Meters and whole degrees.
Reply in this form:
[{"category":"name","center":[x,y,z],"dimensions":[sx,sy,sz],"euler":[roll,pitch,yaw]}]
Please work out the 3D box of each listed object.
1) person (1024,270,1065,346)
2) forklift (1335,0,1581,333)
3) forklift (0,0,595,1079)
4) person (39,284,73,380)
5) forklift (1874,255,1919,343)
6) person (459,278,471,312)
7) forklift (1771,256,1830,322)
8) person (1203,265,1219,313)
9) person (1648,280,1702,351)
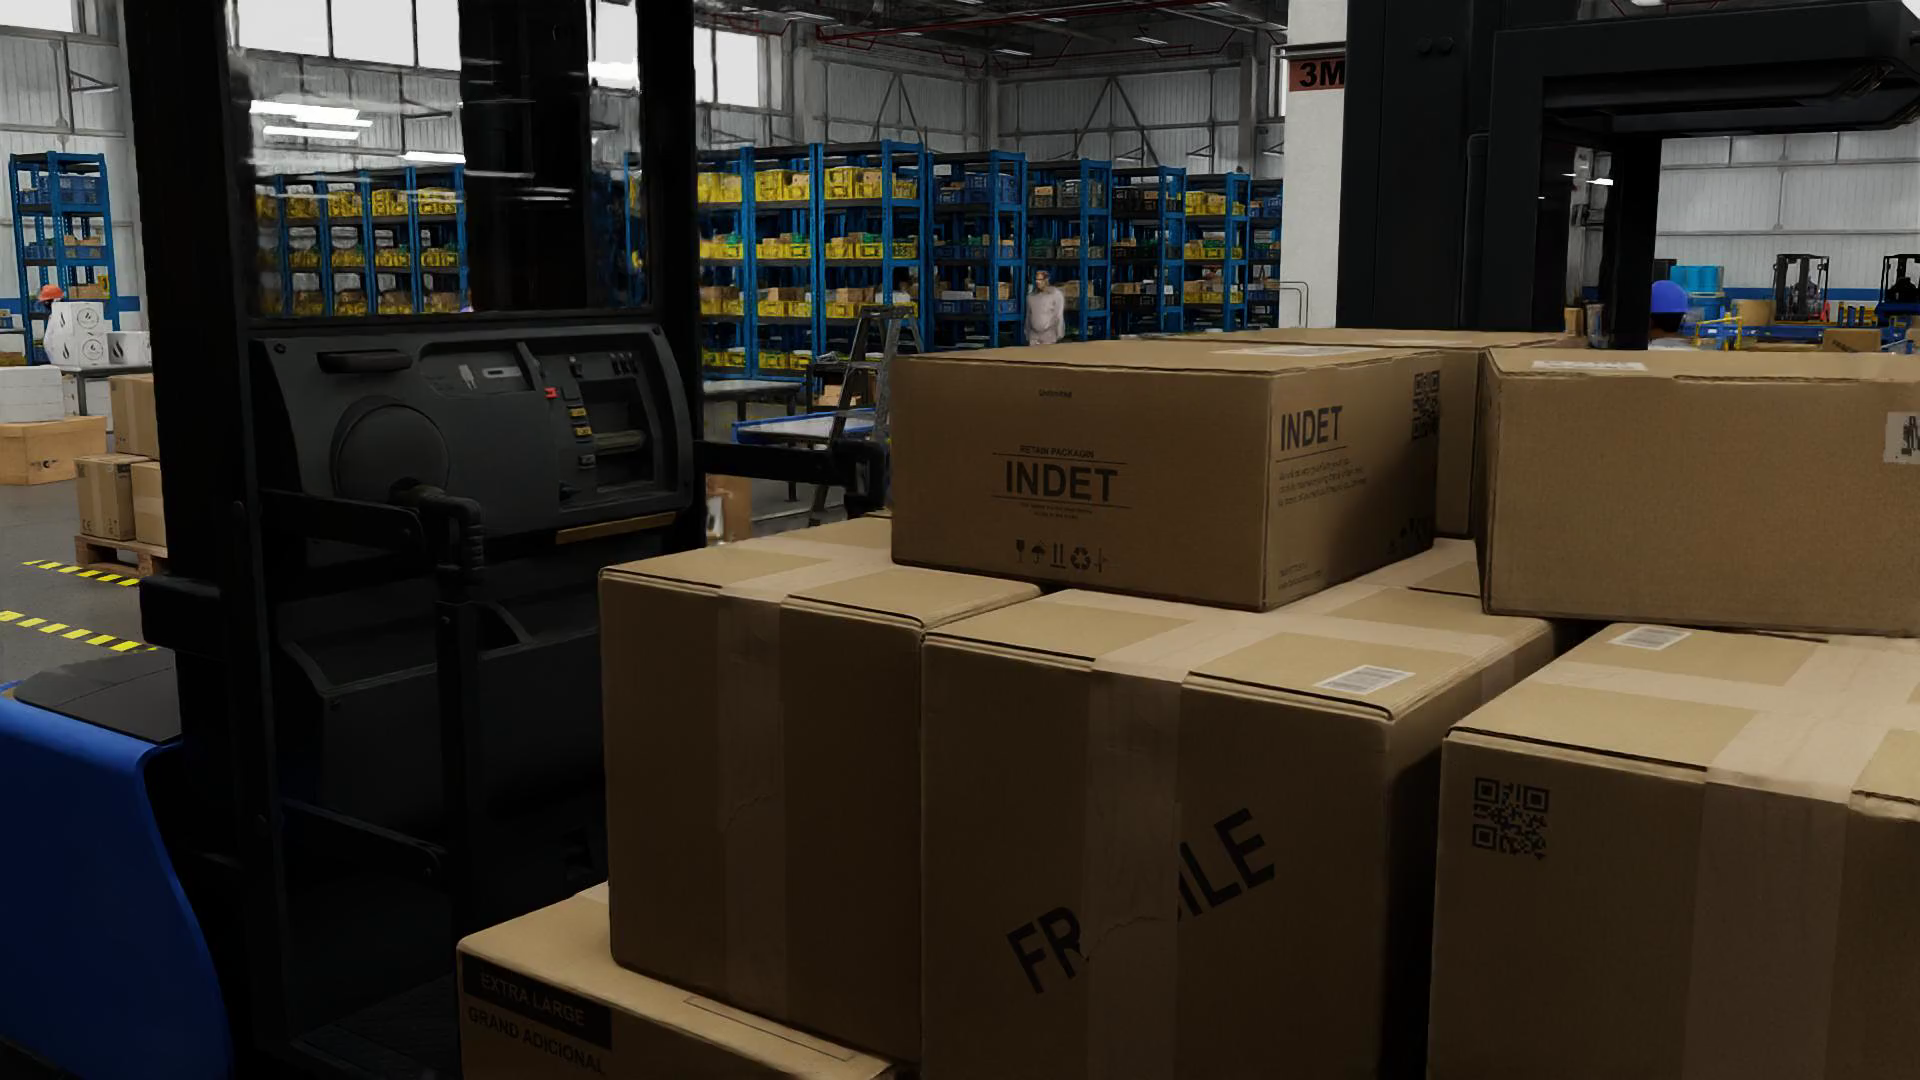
[{"category":"person","center":[1.230,-3.010,24.402],"dimensions":[0.678,1.890,0.471],"euler":[6,11,32]},{"category":"forklift","center":[1.249,-0.137,4.360],"dimensions":[1.873,2.768,1.129],"euler":[7,12,35]},{"category":"forklift","center":[-1.181,0.015,3.456],"dimensions":[1.873,2.768,1.129],"euler":[7,12,35]},{"category":"person","center":[-10.514,-2.104,19.425],"dimensions":[0.328,1.750,0.560],"euler":[-7,12,-37]},{"category":"forklift","center":[22.089,-5.634,38.796],"dimensions":[1.157,1.987,2.680],"euler":[6,11,33]},{"category":"person","center":[-6.789,-2.821,23.541],"dimensions":[0.581,1.810,0.929],"euler":[3,10,20]},{"category":"forklift","center":[20.253,-5.854,40.139],"dimensions":[1.157,1.987,2.680],"euler":[7,12,35]},{"category":"person","center":[7.355,-7.102,48.517],"dimensions":[0.608,1.987,0.400],"euler":[8,12,40]},{"category":"person","center":[3.463,-0.314,8.229],"dimensions":[0.634,1.927,0.513],"euler":[-2,10,-11]}]
